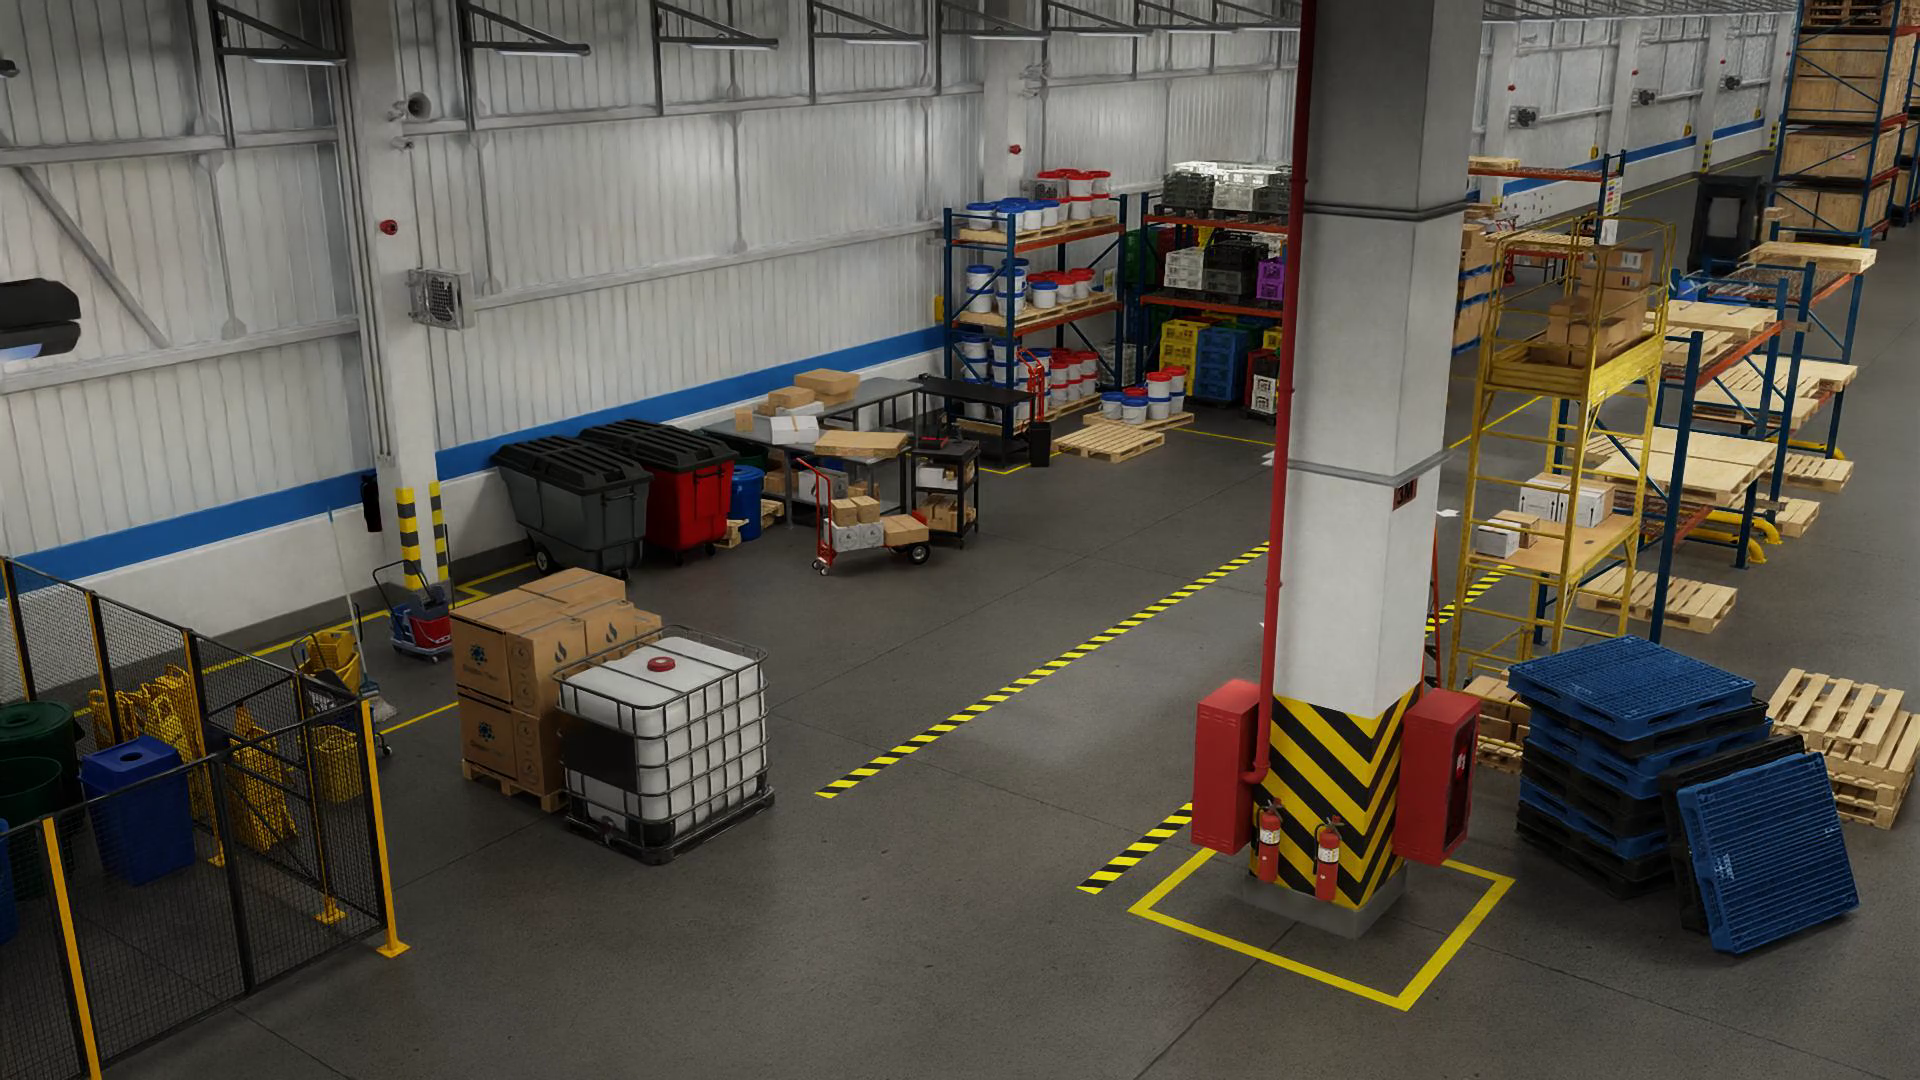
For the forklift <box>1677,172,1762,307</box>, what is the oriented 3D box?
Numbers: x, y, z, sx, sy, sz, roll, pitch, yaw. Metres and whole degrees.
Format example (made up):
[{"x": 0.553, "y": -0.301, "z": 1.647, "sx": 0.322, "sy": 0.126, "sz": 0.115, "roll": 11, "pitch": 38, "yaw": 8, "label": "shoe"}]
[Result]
[{"x": 12.957, "y": -4.833, "z": 28.412, "sx": 1.129, "sy": 2.768, "sz": 1.873, "roll": 13, "pitch": 22, "yaw": 34, "label": "forklift"}]
